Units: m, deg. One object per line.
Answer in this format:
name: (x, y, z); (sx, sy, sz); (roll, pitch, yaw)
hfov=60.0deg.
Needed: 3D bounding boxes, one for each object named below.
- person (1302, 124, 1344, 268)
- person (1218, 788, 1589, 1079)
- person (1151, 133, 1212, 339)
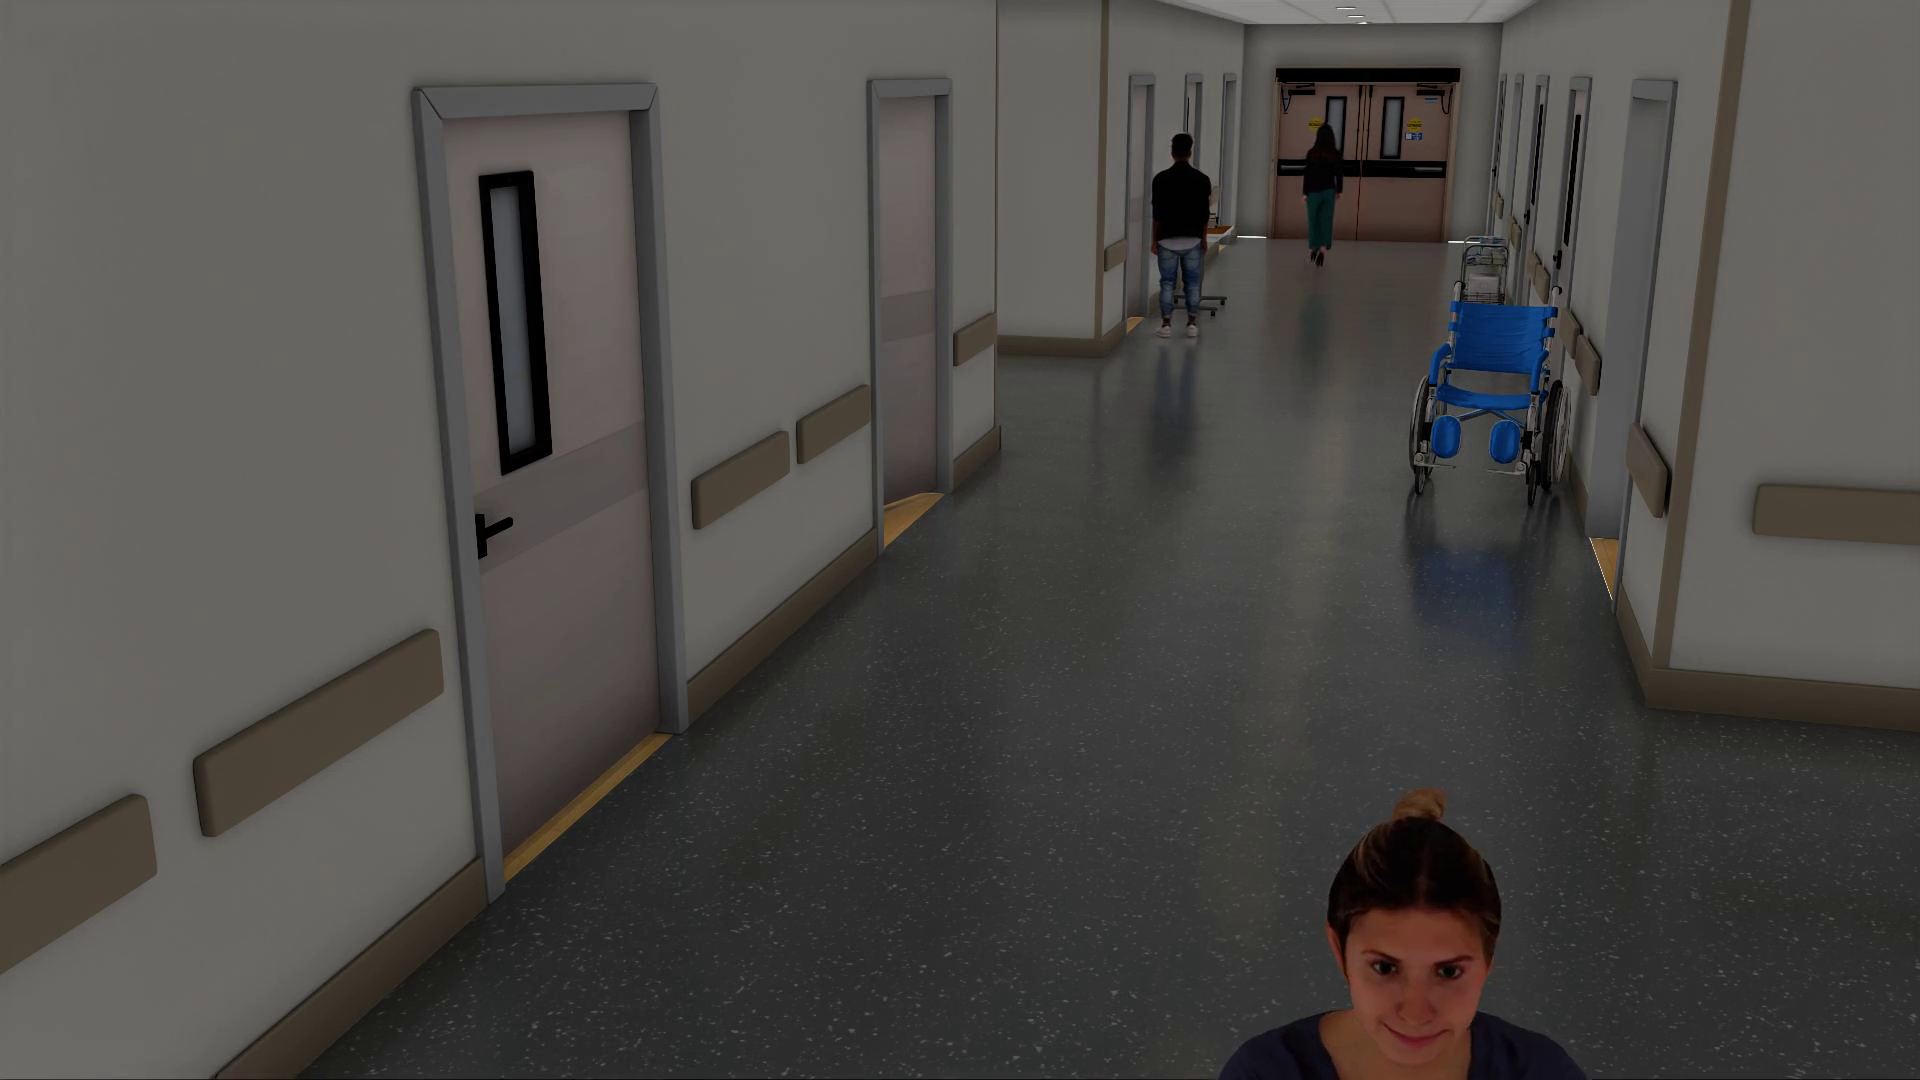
person: (4.354, -4.086, 20.010); (0.645, 1.690, 1.105); (3, 16, 12)
person: (0.489, 1.051, 1.973); (0.712, 1.589, 1.010); (0, 16, 1)
person: (1.986, -2.753, 15.057); (0.756, 1.811, 0.693); (0, 16, 0)
